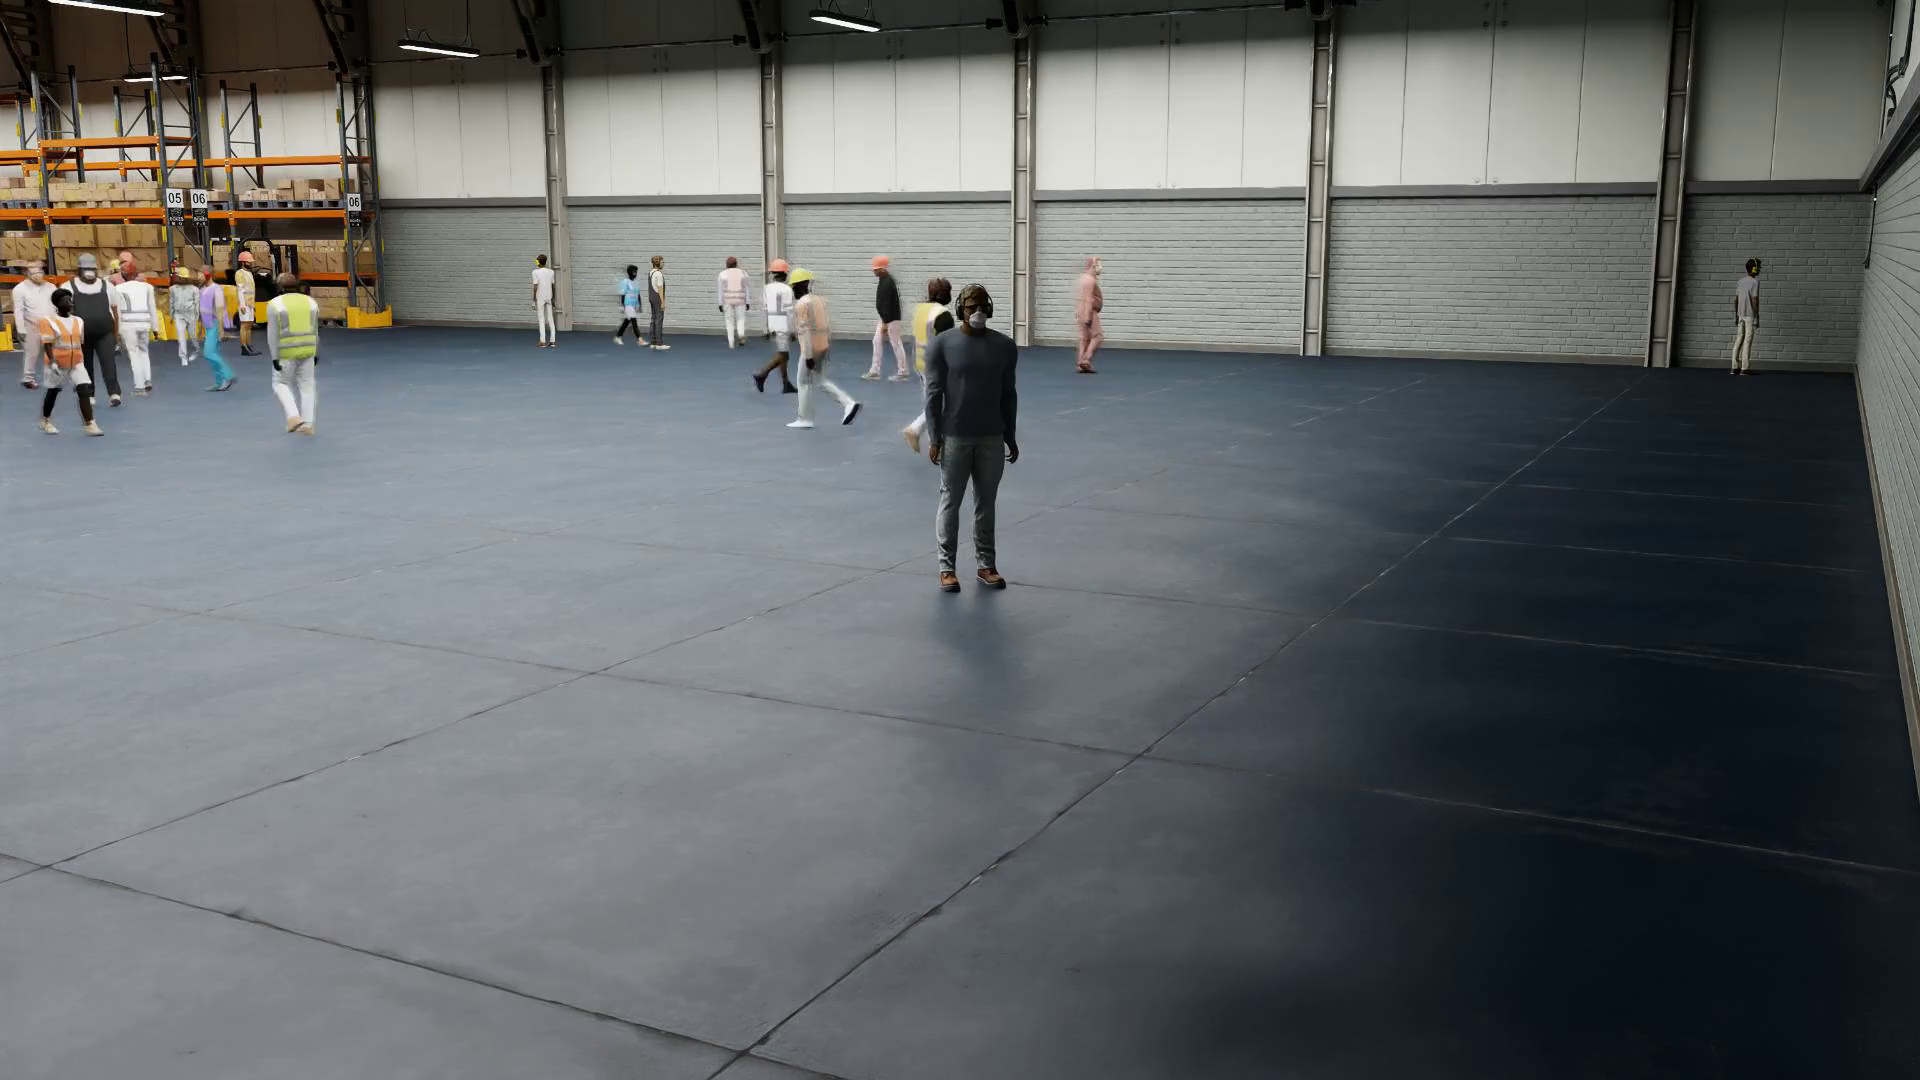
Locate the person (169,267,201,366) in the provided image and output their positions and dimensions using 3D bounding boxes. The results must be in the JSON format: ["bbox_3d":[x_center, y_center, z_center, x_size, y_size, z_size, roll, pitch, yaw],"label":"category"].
[{"bbox_3d":[-13.458,-3.899,28.930,0.519,1.703,0.737,-3,11,-18],"label":"person"}]

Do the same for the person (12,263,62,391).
[{"bbox_3d":[-13.316,-3.076,24.048,0.933,1.858,0.654,9,14,42],"label":"person"}]

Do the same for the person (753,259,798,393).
[{"bbox_3d":[-2.591,-2.996,23.427,0.800,1.920,0.552,-9,13,-39],"label":"person"}]

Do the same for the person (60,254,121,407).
[{"bbox_3d":[-11.352,-2.750,21.742,0.691,2.000,0.999,-6,12,-30],"label":"person"}]

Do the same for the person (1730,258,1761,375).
[{"bbox_3d":[12.687,-3.588,26.781,0.317,1.868,0.560,-2,11,-12],"label":"person"}]

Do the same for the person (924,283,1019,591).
[{"bbox_3d":[0.082,-0.649,10.559,0.627,1.940,0.372,-4,11,-20],"label":"person"}]

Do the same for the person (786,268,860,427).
[{"bbox_3d":[-1.615,-2.218,19.325,0.815,1.878,0.598,4,11,21],"label":"person"}]

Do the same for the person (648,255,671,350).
[{"bbox_3d":[-5.948,-4.669,32.738,0.329,1.844,0.515,-7,13,-34],"label":"person"}]

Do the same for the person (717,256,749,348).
[{"bbox_3d":[-4.509,-4.724,33.084,0.643,1.828,0.441,-3,11,-14],"label":"person"}]

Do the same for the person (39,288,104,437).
[{"bbox_3d":[-10.041,-1.986,18.620,0.874,1.658,0.528,7,12,32],"label":"person"}]

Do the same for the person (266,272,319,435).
[{"bbox_3d":[-7.469,-2.077,18.667,0.437,1.831,0.643,9,13,39],"label":"person"}]

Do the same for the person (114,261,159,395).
[{"bbox_3d":[-11.631,-2.980,23.448,0.466,1.869,0.606,8,13,38],"label":"person"}]

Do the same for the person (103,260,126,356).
[{"bbox_3d":[-15.471,-4.265,30.705,0.917,1.776,0.623,5,11,24],"label":"person"}]

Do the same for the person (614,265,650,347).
[{"bbox_3d":[-6.701,-4.746,33.707,0.897,1.645,0.538,4,11,21],"label":"person"}]

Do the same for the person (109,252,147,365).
[{"bbox_3d":[-14.524,-4.039,29.065,0.641,1.941,1.012,-6,12,-30],"label":"person"}]

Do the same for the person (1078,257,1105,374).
[{"bbox_3d":[2.126,-3.634,26.980,0.437,1.890,0.664,-1,10,-6],"label":"person"}]

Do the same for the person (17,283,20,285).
[{"bbox_3d":[-24.055,-6.561,42.937,0.818,1.890,0.599,5,11,24],"label":"person"}]

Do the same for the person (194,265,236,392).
[{"bbox_3d":[-10.726,-3.028,23.872,0.450,1.818,0.561,-9,13,-39],"label":"person"}]

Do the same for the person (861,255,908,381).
[{"bbox_3d":[-1.168,-3.382,25.484,0.849,1.932,0.614,-3,11,-18],"label":"person"}]

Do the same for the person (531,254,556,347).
[{"bbox_3d":[-8.403,-4.828,33.549,0.538,1.866,0.312,-10,14,-43],"label":"person"}]

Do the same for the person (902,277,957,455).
[{"bbox_3d":[-0.294,-1.739,16.833,0.604,1.827,0.630,-5,12,-25],"label":"person"}]

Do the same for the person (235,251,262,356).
[{"bbox_3d":[-13.327,-4.423,31.139,0.377,1.938,0.547,0,10,-2],"label":"person"}]
